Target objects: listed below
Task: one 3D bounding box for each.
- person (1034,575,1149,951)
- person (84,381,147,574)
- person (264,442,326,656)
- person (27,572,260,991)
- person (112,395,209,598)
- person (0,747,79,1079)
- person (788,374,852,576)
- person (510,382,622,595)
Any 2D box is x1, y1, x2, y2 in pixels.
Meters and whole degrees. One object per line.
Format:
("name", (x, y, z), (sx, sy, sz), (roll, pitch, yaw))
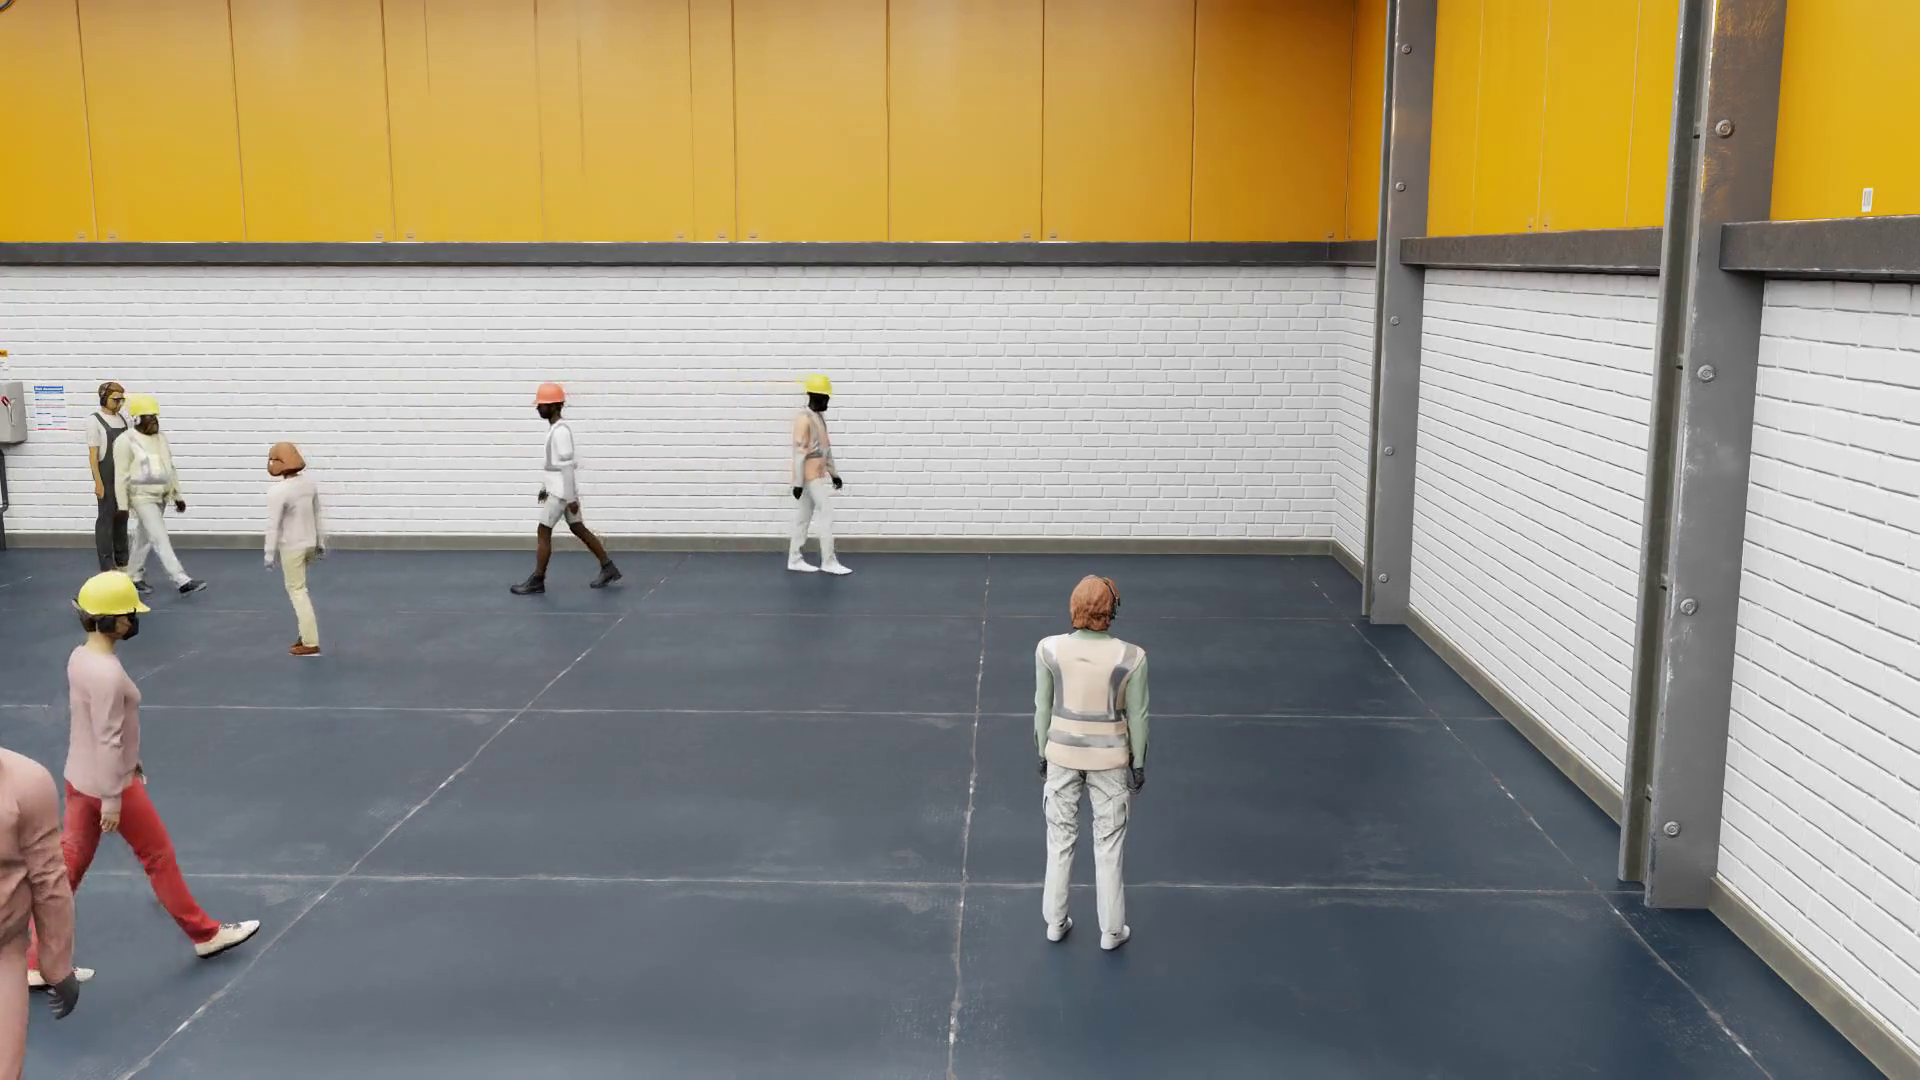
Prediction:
("person", (0.562, 0.964, 7.201), (0.508, 1.629, 0.316), (3, 10, 16))
("person", (-7.861, -0.552, 15.459), (0.344, 1.840, 0.505), (2, 10, 10))
("person", (-5.009, 0.072, 12.429), (0.469, 1.614, 0.536), (3, 10, 15))
("person", (-3.465, 0.975, 6.863), (0.903, 1.716, 0.540), (-8, 13, -41))
("person", (-7.053, -0.380, 14.608), (0.914, 1.781, 0.617), (2, 10, 11))
("person", (-2.908, 1.271, 4.729), (0.672, 1.852, 0.977), (-4, 10, -20))
("person", (-1.293, -0.610, 15.652), (0.809, 1.894, 0.599), (1, 10, 6))
("person", (-3.503, -0.465, 14.816), (0.971, 1.899, 0.549), (-2, 10, -11))
